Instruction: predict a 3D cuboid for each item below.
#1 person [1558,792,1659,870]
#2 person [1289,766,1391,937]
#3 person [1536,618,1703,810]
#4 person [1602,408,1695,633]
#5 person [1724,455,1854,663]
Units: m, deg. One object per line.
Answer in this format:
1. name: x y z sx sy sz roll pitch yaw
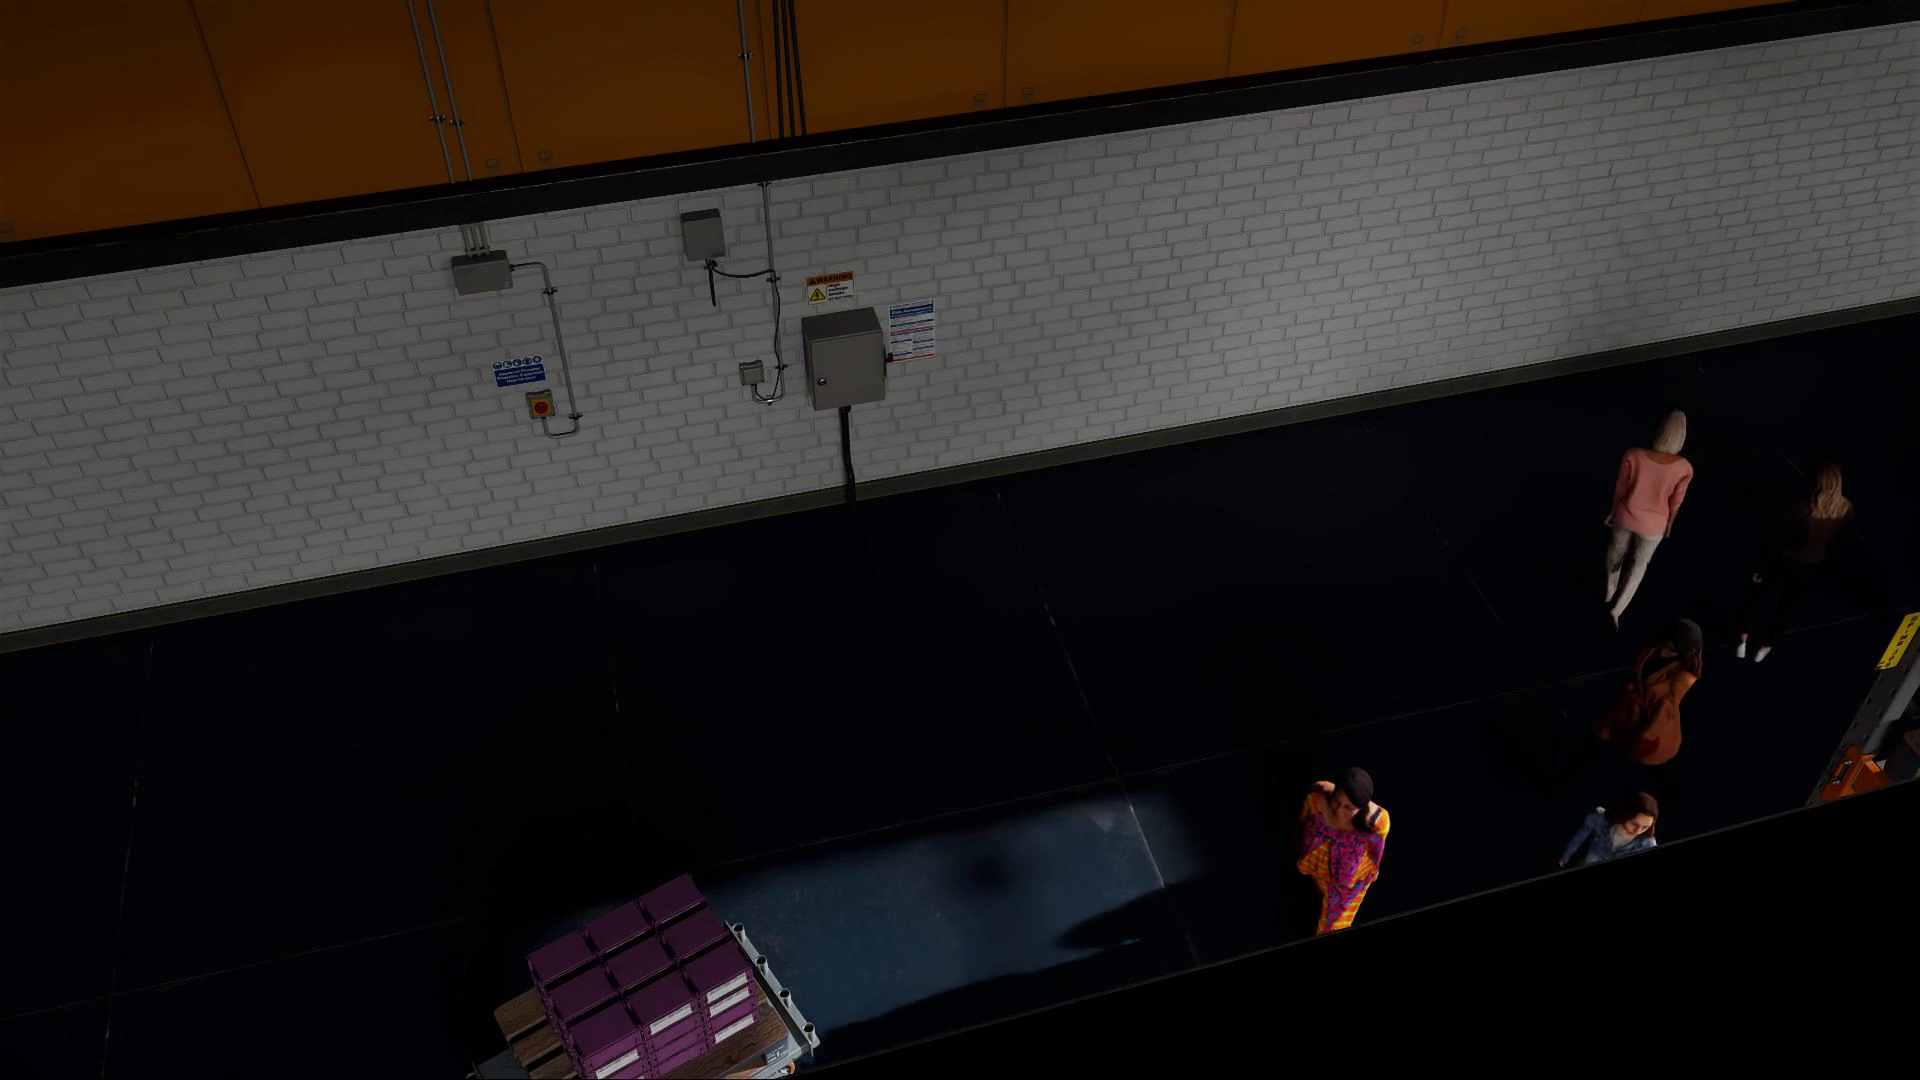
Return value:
1. person: 3.535 1.794 9.141 0.678 1.466 0.747 27 50 25
2. person: 2.096 1.705 9.115 1.234 1.631 1.224 26 49 25
3. person: 4.099 1.076 9.736 0.833 1.685 1.040 -4 44 -4
4. person: 4.466 -0.097 10.951 0.932 1.706 1.007 19 47 19
5. person: 5.307 0.202 10.646 0.762 1.696 0.830 12 45 12
